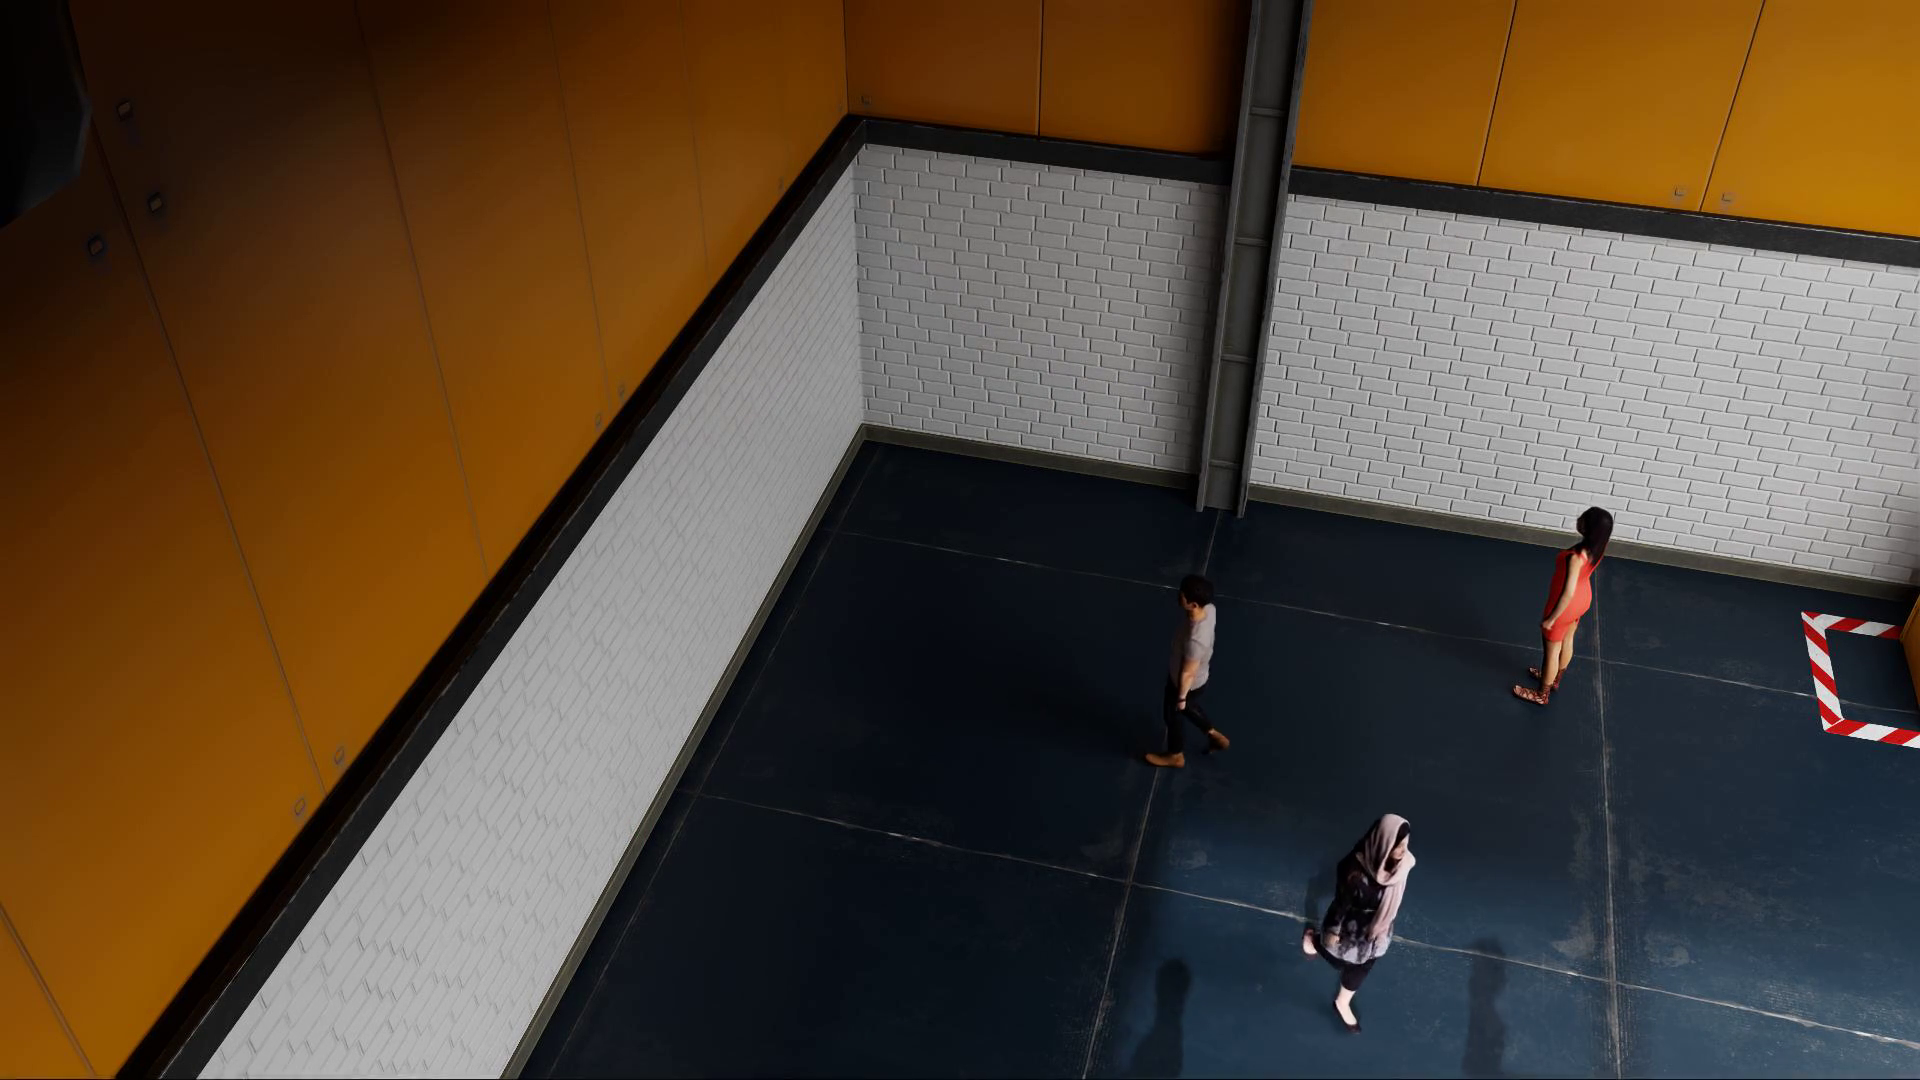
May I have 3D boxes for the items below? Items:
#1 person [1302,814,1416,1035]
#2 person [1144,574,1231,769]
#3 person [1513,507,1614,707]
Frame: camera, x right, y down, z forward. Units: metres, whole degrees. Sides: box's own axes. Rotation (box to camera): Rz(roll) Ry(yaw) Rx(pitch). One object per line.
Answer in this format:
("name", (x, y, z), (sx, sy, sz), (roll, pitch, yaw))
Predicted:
("person", (2.258, 2.121, 9.588), (0.964, 1.611, 0.993), (-14, 41, -17))
("person", (1.588, 0.911, 11.027), (0.794, 1.708, 0.629), (12, 40, 14))
("person", (4.239, 0.453, 11.595), (0.683, 1.714, 0.672), (30, 47, 32))
